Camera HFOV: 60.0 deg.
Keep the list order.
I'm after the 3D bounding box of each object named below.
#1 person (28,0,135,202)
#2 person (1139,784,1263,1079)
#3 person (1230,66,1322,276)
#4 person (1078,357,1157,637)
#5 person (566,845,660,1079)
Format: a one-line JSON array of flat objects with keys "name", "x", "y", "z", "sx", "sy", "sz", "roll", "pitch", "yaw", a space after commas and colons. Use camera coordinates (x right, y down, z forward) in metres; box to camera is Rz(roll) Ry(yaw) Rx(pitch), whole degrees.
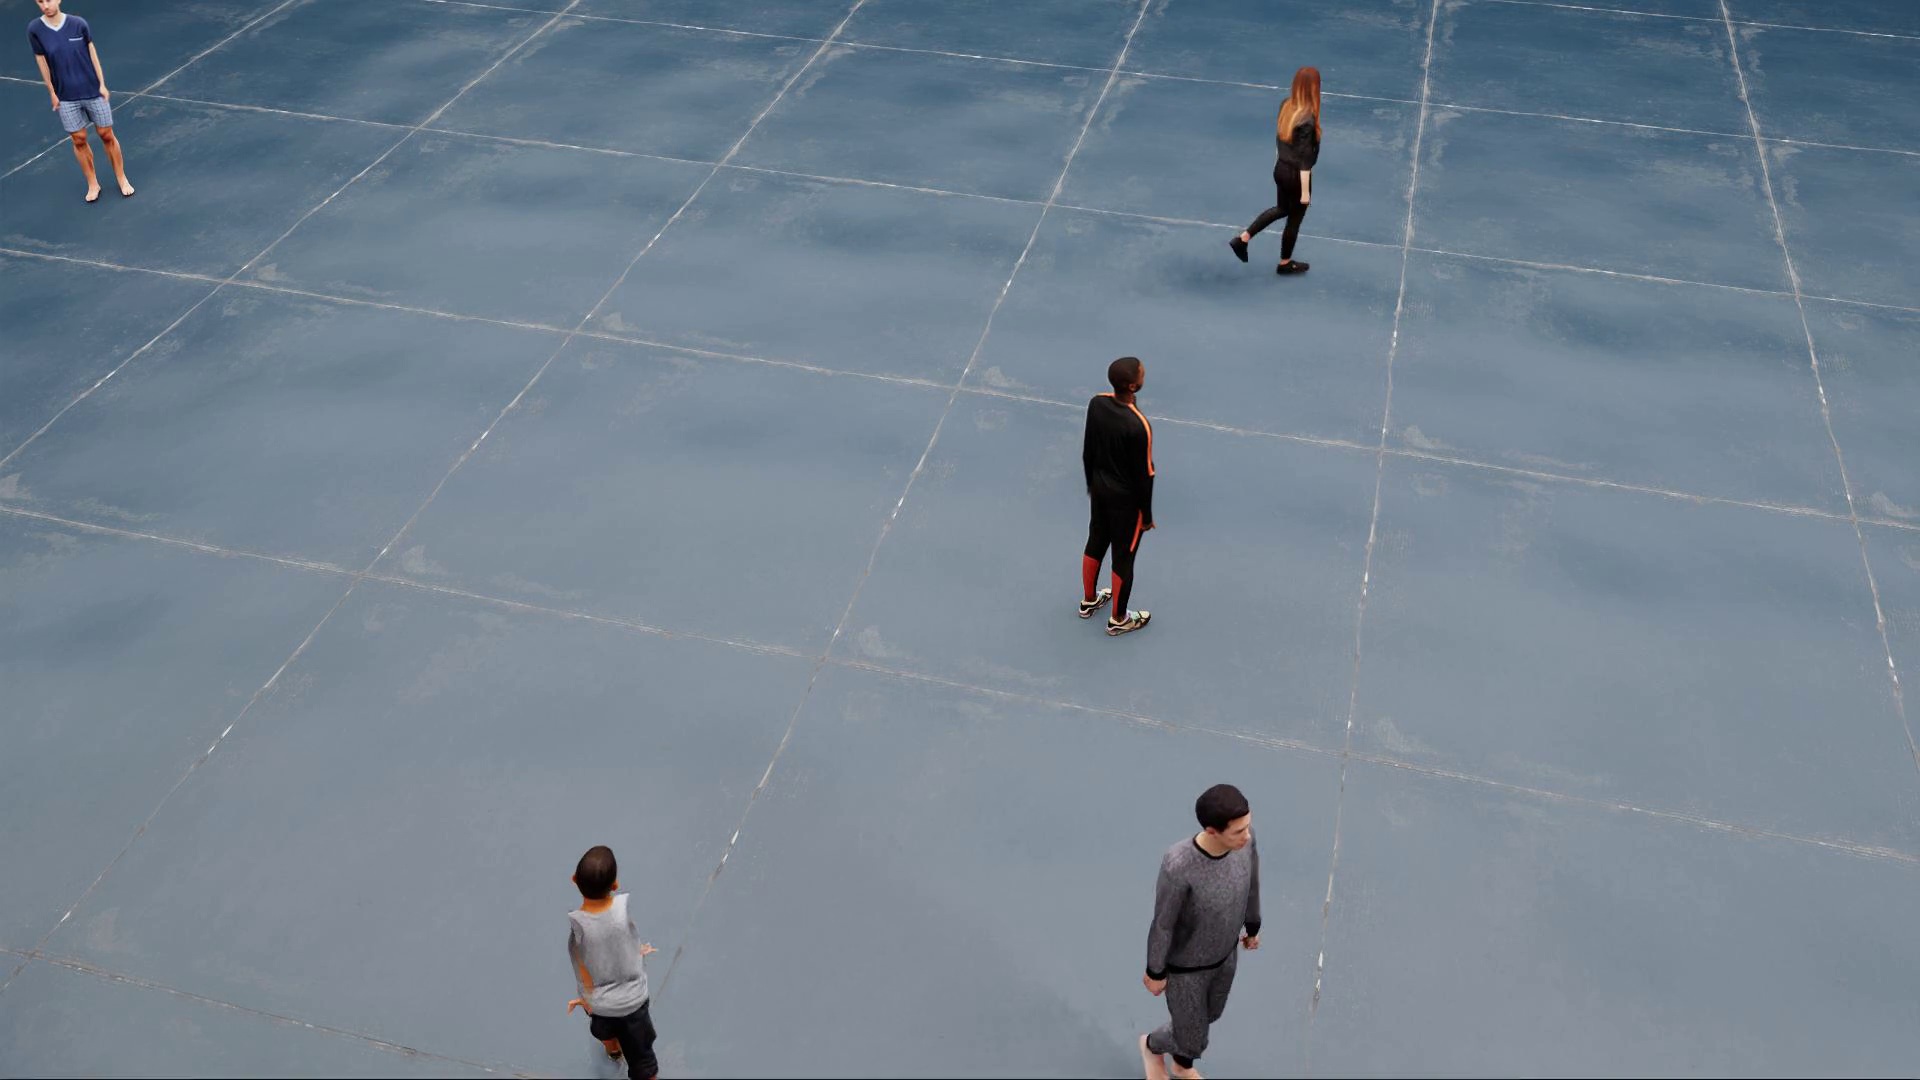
[{"name": "person", "x": -7.346, "y": -3.751, "z": 13.852, "sx": 0.707, "sy": 1.847, "sz": 0.743, "roll": -14, "pitch": 40, "yaw": -18}, {"name": "person", "x": 0.945, "y": 1.658, "z": 6.943, "sx": 0.791, "sy": 1.841, "sz": 0.887, "roll": -26, "pitch": 45, "yaw": -29}, {"name": "person", "x": 2.456, "y": -2.783, "z": 12.737, "sx": 0.906, "sy": 1.697, "sz": 0.930, "roll": -8, "pitch": 39, "yaw": -10}, {"name": "person", "x": 0.888, "y": -0.260, "z": 9.422, "sx": 0.723, "sy": 1.808, "sz": 0.713, "roll": -29, "pitch": 46, "yaw": -32}, {"name": "person", "x": -1.449, "y": 1.894, "z": 6.974, "sx": 0.864, "sy": 1.432, "sz": 0.983, "roll": -16, "pitch": 41, "yaw": -20}]
